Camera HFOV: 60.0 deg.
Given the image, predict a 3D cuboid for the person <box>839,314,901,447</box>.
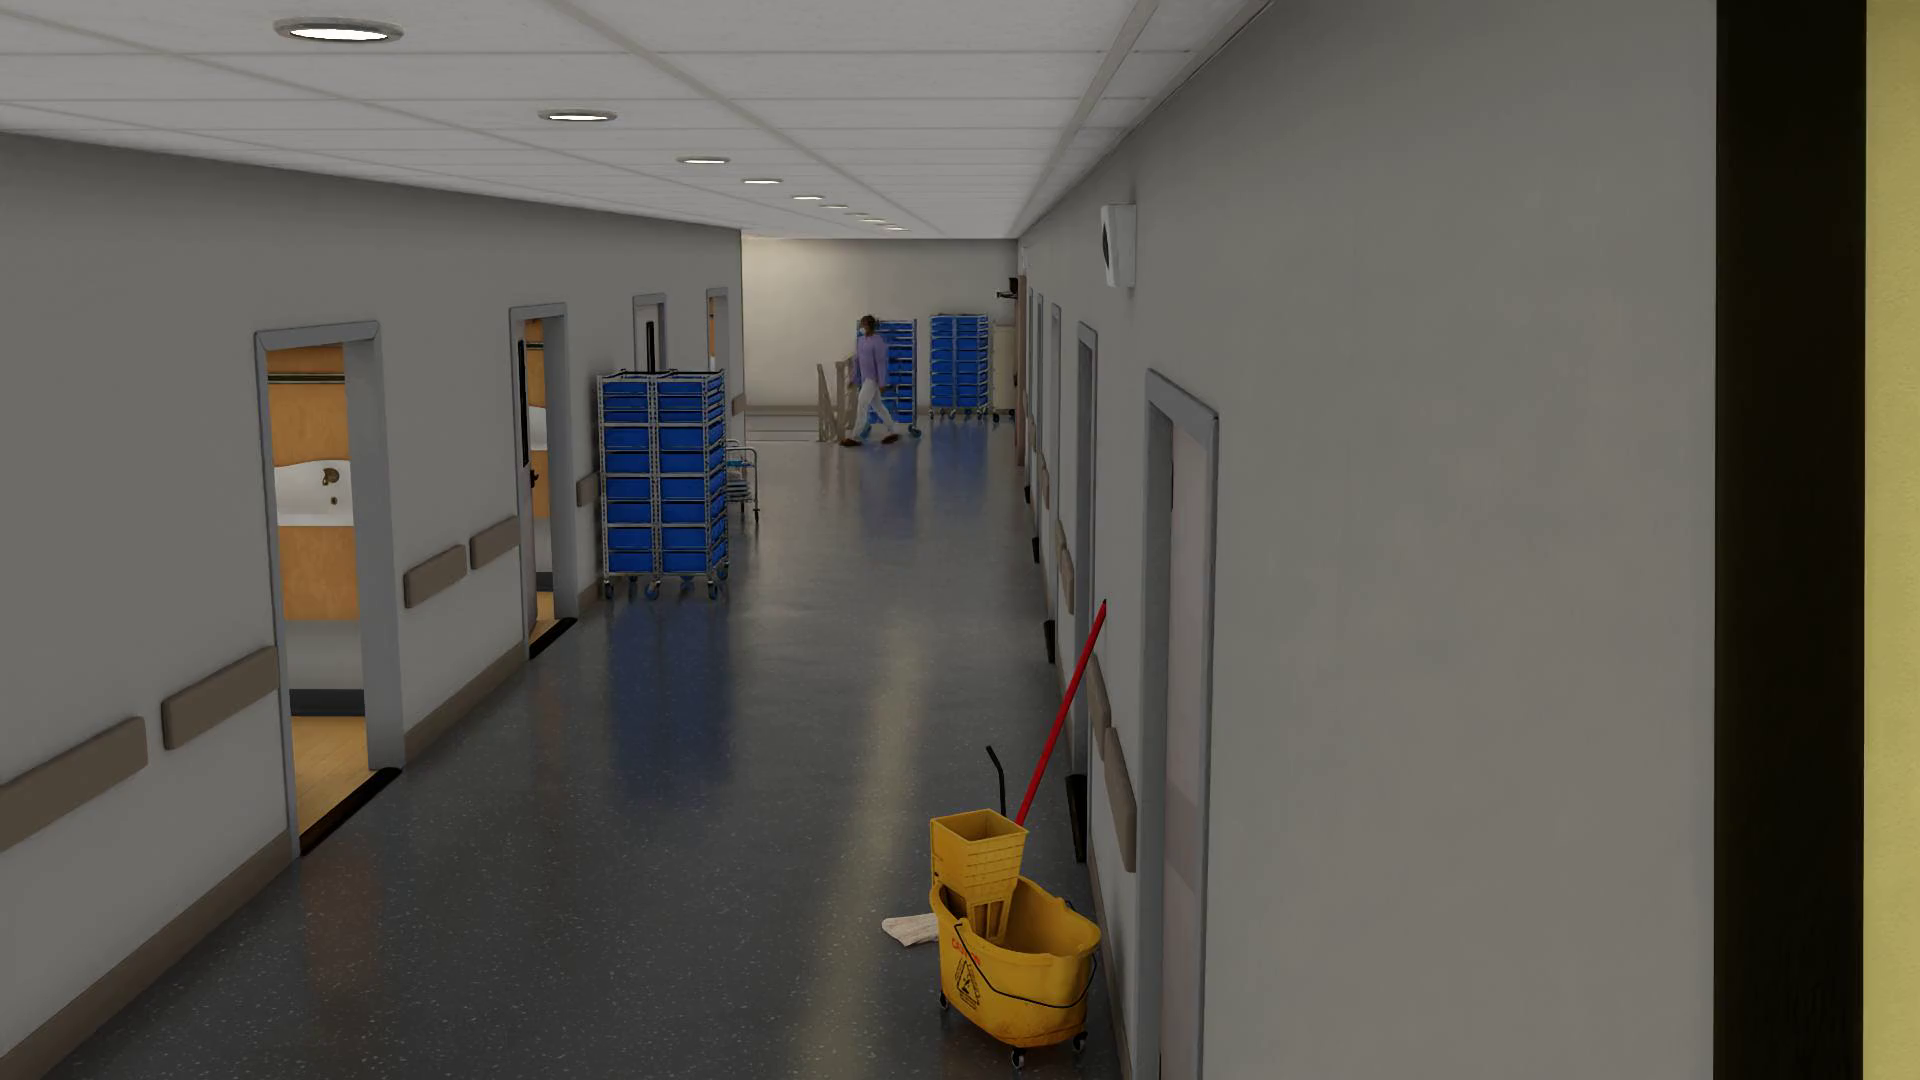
[{"bbox_3d":[-1.269,-2.282,23.801,1.010,1.897,0.641,-5,11,-26],"label":"person"}]
